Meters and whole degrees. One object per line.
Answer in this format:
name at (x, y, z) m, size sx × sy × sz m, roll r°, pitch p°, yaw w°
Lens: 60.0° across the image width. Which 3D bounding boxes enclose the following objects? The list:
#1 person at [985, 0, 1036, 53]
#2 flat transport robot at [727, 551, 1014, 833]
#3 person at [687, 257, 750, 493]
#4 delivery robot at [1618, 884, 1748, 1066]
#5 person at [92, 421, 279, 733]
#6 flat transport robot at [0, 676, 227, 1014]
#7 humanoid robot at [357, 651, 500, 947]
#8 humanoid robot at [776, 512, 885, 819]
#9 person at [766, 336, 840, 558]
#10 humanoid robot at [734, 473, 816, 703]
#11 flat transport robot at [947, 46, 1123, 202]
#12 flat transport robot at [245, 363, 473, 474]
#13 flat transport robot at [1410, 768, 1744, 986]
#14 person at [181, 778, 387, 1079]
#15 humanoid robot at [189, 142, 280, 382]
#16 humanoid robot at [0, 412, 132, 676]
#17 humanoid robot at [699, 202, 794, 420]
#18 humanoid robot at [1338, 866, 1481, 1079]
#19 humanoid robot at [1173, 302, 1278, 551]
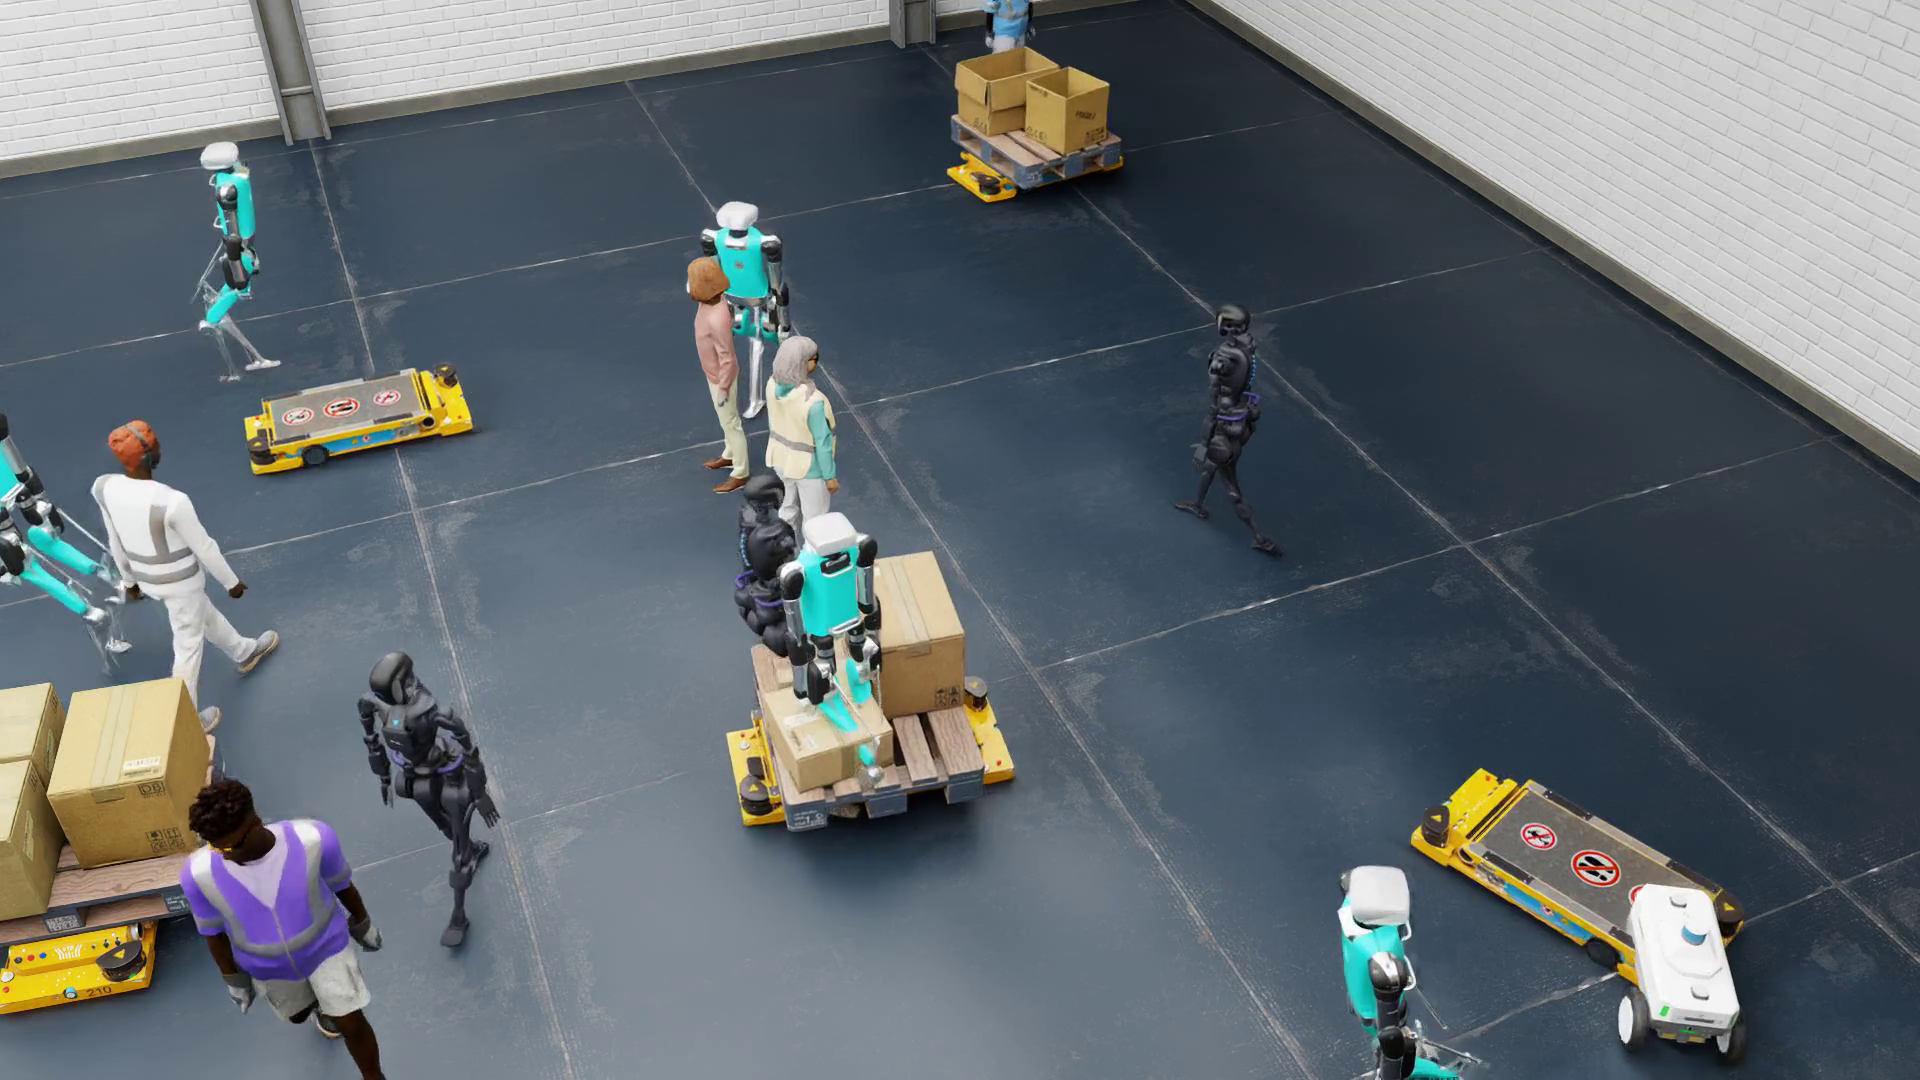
person at (0.460, -4.620, 15.119) m, size 0.542 × 1.681 × 0.366 m, roll -31°, pitch 47°, yaw -33°
flat transport robot at (-0.486, 1.109, 8.830) m, size 1.431 × 0.231 × 0.659 m, roll -9°, pitch 38°, yaw -11°
person at (-1.529, -1.047, 10.514) m, size 0.264 × 1.631 × 0.506 m, roll -10°, pitch 39°, yaw -13°
delivery robot at (3.253, 1.931, 7.518) m, size 0.499 × 0.586 × 0.765 m, roll 5°, pitch 38°, yaw 7°
person at (-4.107, 0.169, 8.770) m, size 0.585 × 1.838 × 0.914 m, roll 15°, pitch 40°, yaw 18°
flat transport robot at (-4.243, 1.638, 8.141) m, size 0.659 × 0.231 × 1.431 m, roll -9°, pitch 38°, yaw -11°
humanoid robot at (-2.444, 1.128, 7.672) m, size 0.607 × 1.621 × 0.733 m, roll 8°, pitch 38°, yaw 10°
humanoid robot at (-0.484, 0.750, 8.113) m, size 0.541 × 1.829 × 0.732 m, roll -25°, pitch 44°, yaw -29°
person at (-0.918, -0.405, 9.616) m, size 0.463 × 1.712 × 0.370 m, roll 30°, pitch 47°, yaw 33°
humanoid robot at (-0.999, 0.367, 8.655) m, size 0.424 × 1.644 × 0.589 m, roll -28°, pitch 45°, yaw -31°
flat transport robot at (0.661, -3.314, 14.587) m, size 1.431 × 0.231 × 0.659 m, roll -20°, pitch 42°, yaw -24°
flat transport robot at (-4.117, -0.836, 11.361) m, size 1.431 × 0.231 × 0.659 m, roll -14°, pitch 40°, yaw -18°
flat transport robot at (3.007, 1.640, 8.139) m, size 1.431 × 0.231 × 0.659 m, roll 31°, pitch 47°, yaw 34°
person at (-2.724, 1.620, 6.812) m, size 0.625 × 1.925 × 0.860 m, roll -15°, pitch 40°, yaw -18°
humanoid robot at (-5.166, -1.862, 11.530) m, size 0.789 × 1.818 × 0.544 m, roll -6°, pitch 38°, yaw -8°
humanoid robot at (-4.923, 0.070, 9.045) m, size 0.746 × 1.860 × 0.552 m, roll 7°, pitch 38°, yaw 10°
humanoid robot at (-1.329, -1.542, 11.060) m, size 0.530 × 1.735 × 0.787 m, roll 7°, pitch 38°, yaw 9°
humanoid robot at (1.792, 1.951, 6.593) m, size 0.790 × 1.838 × 0.543 m, roll -3°, pitch 38°, yaw -4°
humanoid robot at (1.664, -0.680, 10.064) m, size 0.785 × 1.643 × 0.610 m, roll 22°, pitch 43°, yaw 26°
